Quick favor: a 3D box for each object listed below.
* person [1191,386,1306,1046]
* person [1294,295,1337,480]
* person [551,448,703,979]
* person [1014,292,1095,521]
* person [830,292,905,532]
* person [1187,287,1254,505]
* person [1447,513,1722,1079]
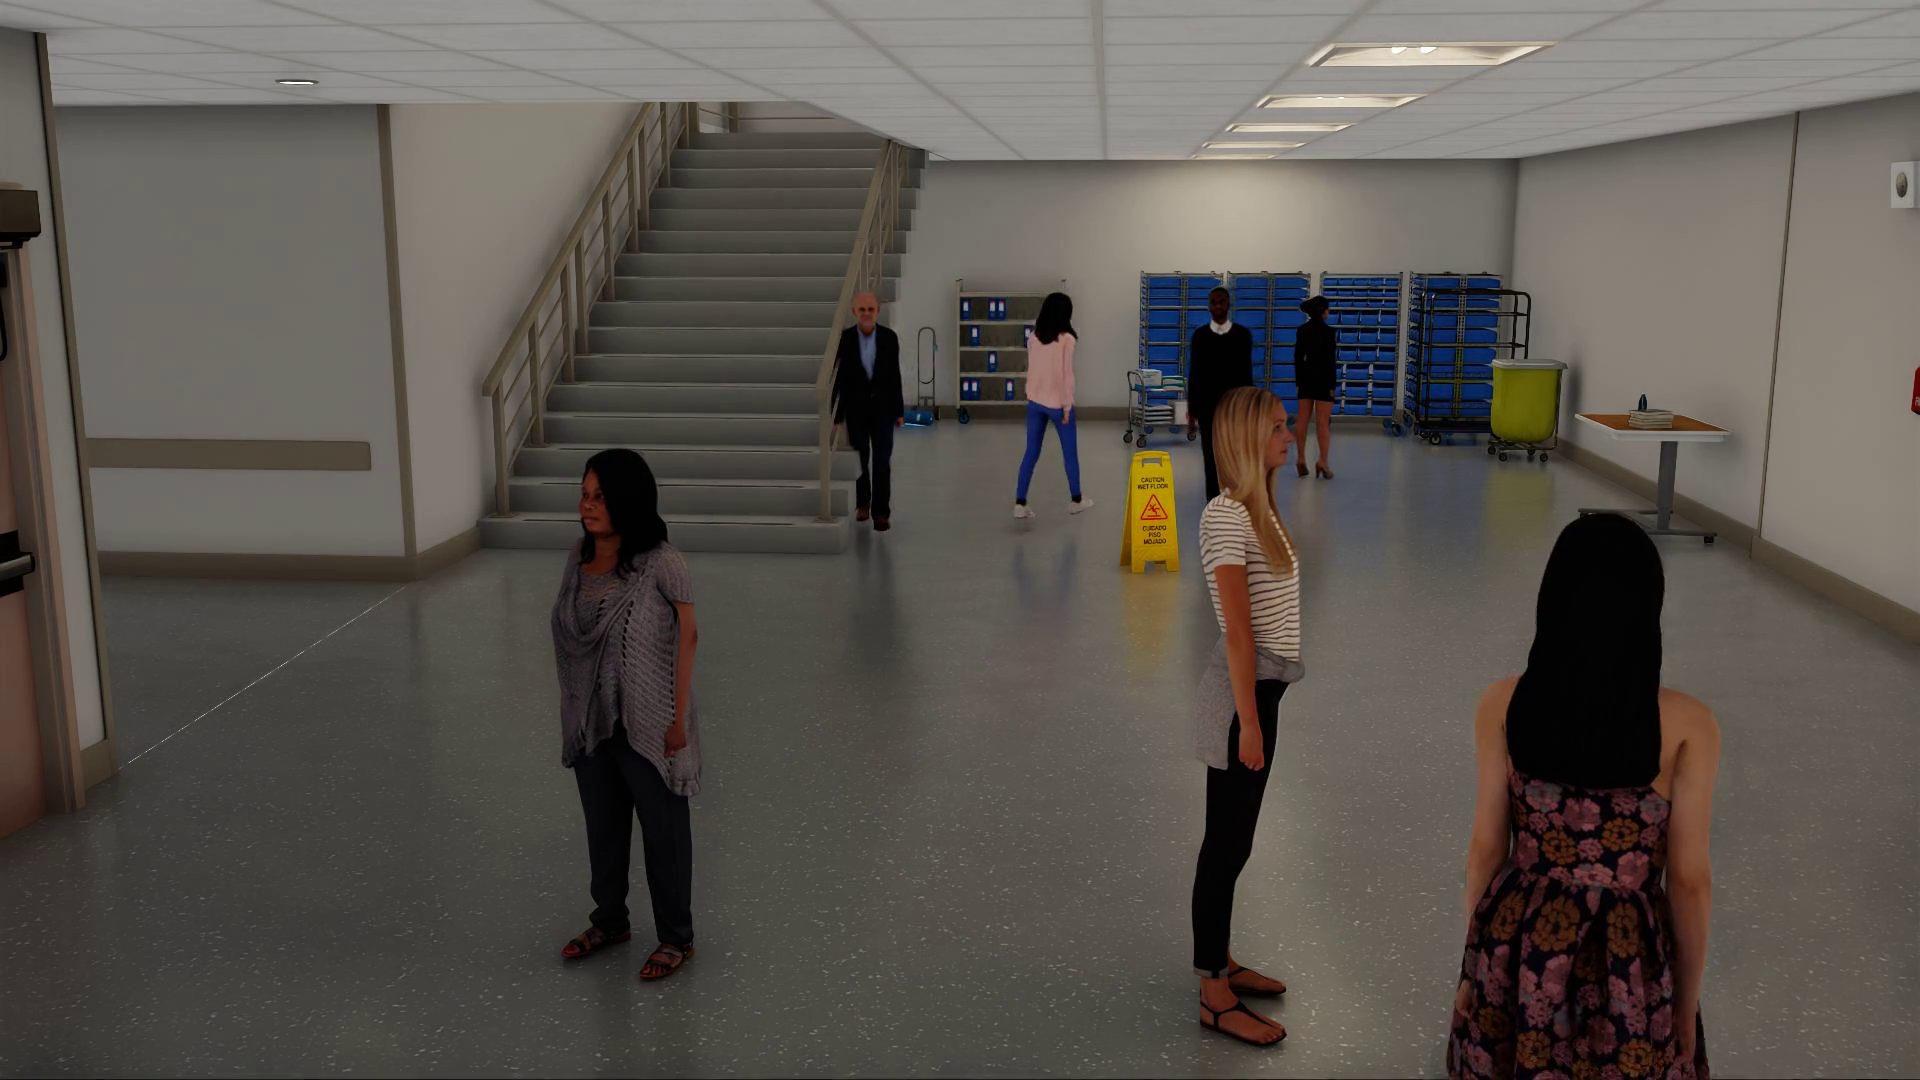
[{"bbox_3d":[0.784,0.476,4.699,0.678,1.827,0.503,2,11,13],"label":"person"},{"bbox_3d":[3.207,-1.377,14.966,0.756,1.640,0.698,-10,15,-43],"label":"person"},{"bbox_3d":[-1.011,0.511,5.096,0.728,1.611,0.763,5,12,26],"label":"person"},{"bbox_3d":[0.619,-0.968,12.591,1.044,1.722,1.232,8,14,38],"label":"person"},{"bbox_3d":[-0.671,-0.939,12.405,0.843,1.735,1.204,-1,11,-4],"label":"person"},{"bbox_3d":[1.966,-1.004,12.587,0.662,1.795,0.863,1,11,7],"label":"person"},{"bbox_3d":[1.073,0.849,2.913,0.802,1.760,1.003,5,12,25],"label":"person"}]
